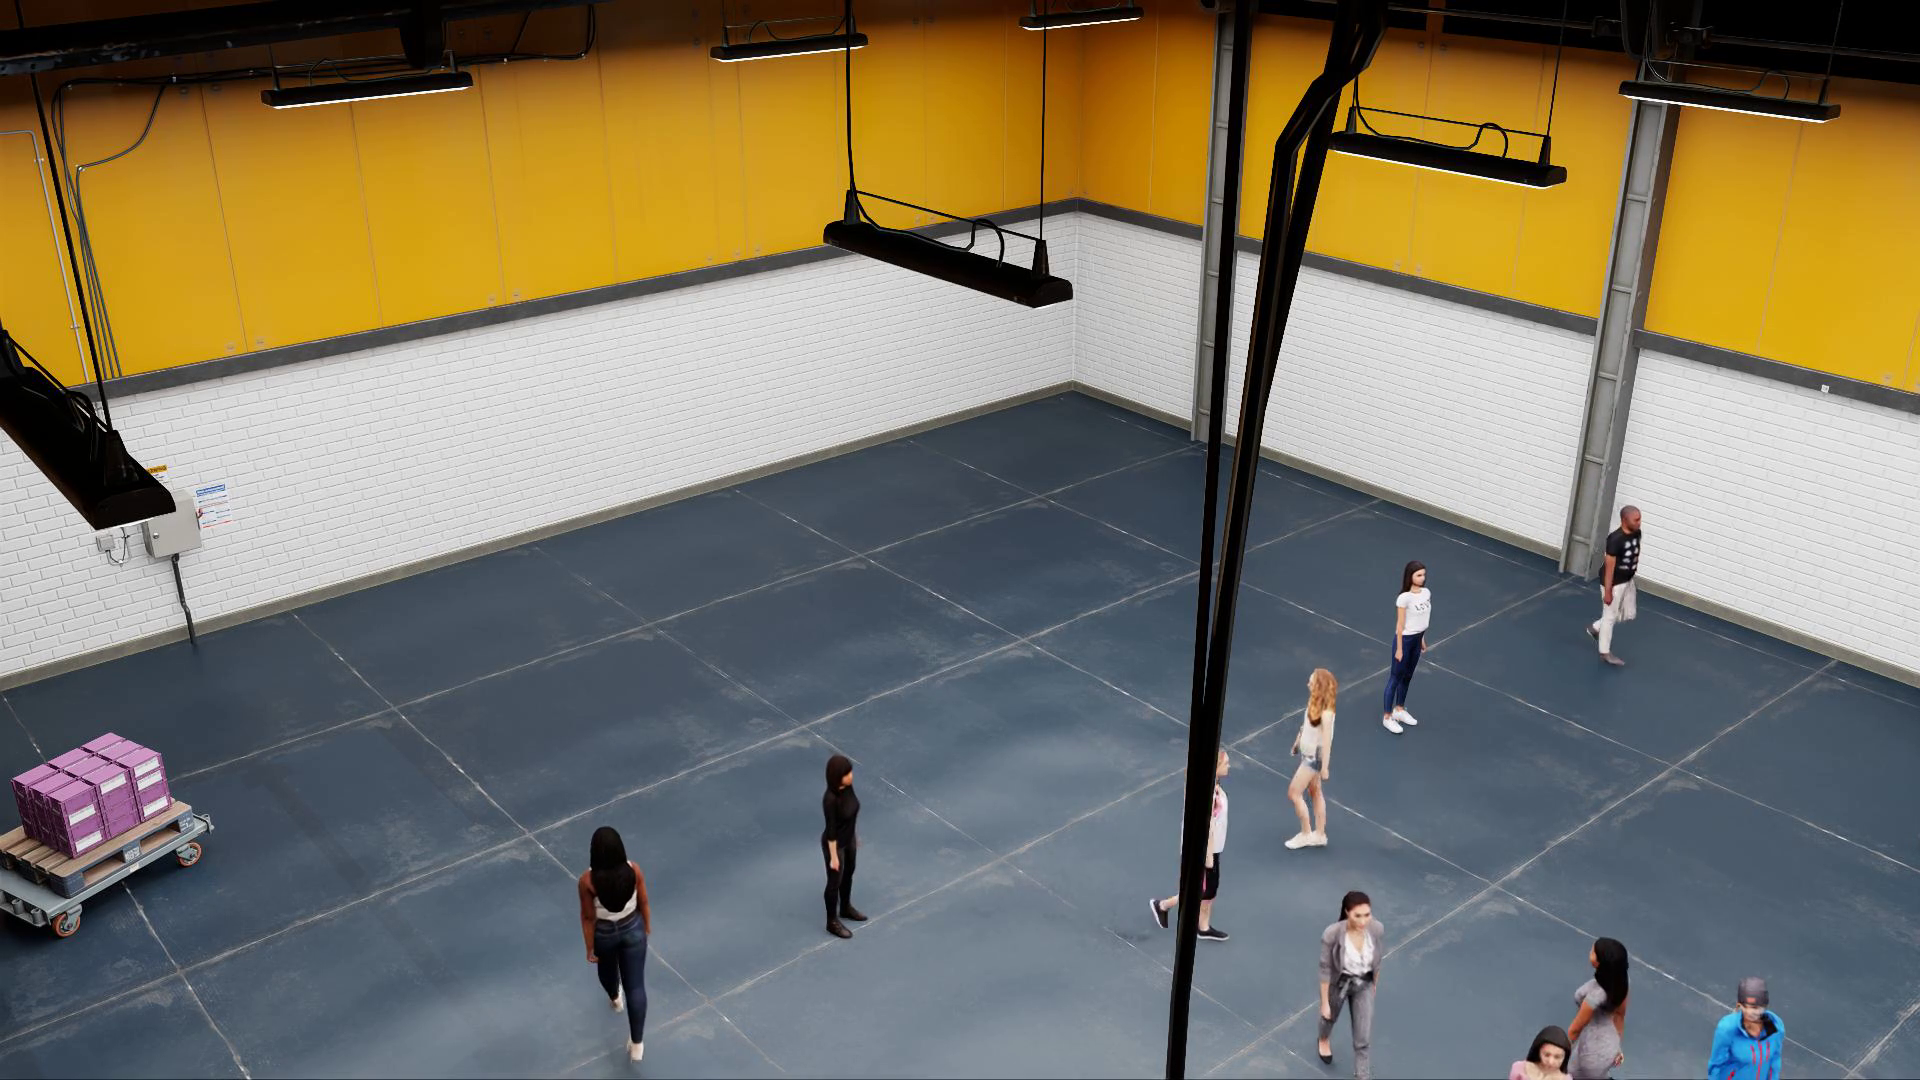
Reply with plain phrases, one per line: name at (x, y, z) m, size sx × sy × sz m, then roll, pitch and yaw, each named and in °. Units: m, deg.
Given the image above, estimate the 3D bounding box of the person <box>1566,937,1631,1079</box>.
person at (4.250, 3.446, 10.877) m, size 1.144 × 1.729 × 0.667 m, roll 21°, pitch 31°, yaw 40°

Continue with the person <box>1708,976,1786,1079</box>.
person at (4.937, 3.511, 10.669) m, size 0.899 × 1.777 × 0.982 m, roll -3°, pitch 24°, yaw -7°

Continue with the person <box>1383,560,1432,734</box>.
person at (4.390, 1.027, 16.353) m, size 0.582 × 1.775 × 0.502 m, roll -18°, pitch 29°, yaw -35°

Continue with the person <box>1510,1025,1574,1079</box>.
person at (3.593, 3.700, 10.343) m, size 1.170 × 1.691 × 0.967 m, roll 12°, pitch 26°, yaw 25°

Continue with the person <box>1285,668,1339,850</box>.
person at (3.160, 1.901, 14.390) m, size 0.783 × 1.747 × 0.724 m, roll 2°, pitch 24°, yaw 5°

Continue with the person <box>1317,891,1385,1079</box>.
person at (2.695, 3.136, 11.724) m, size 1.022 × 1.619 × 1.180 m, roll -2°, pitch 24°, yaw -4°

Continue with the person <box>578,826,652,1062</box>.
person at (-2.451, 2.925, 12.022) m, size 1.002 × 1.766 × 1.292 m, roll -6°, pitch 24°, yaw -14°

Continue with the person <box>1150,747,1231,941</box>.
person at (1.856, 2.423, 13.160) m, size 0.990 × 1.774 × 0.902 m, roll 5°, pitch 24°, yaw 11°

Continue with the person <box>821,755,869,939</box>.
person at (-0.981, 2.426, 13.325) m, size 0.647 × 1.638 × 0.643 m, roll 9°, pitch 25°, yaw 20°

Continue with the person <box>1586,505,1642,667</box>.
person at (6.919, 0.436, 17.680) m, size 0.704 × 1.796 × 0.787 m, roll -16°, pitch 28°, yaw -32°
